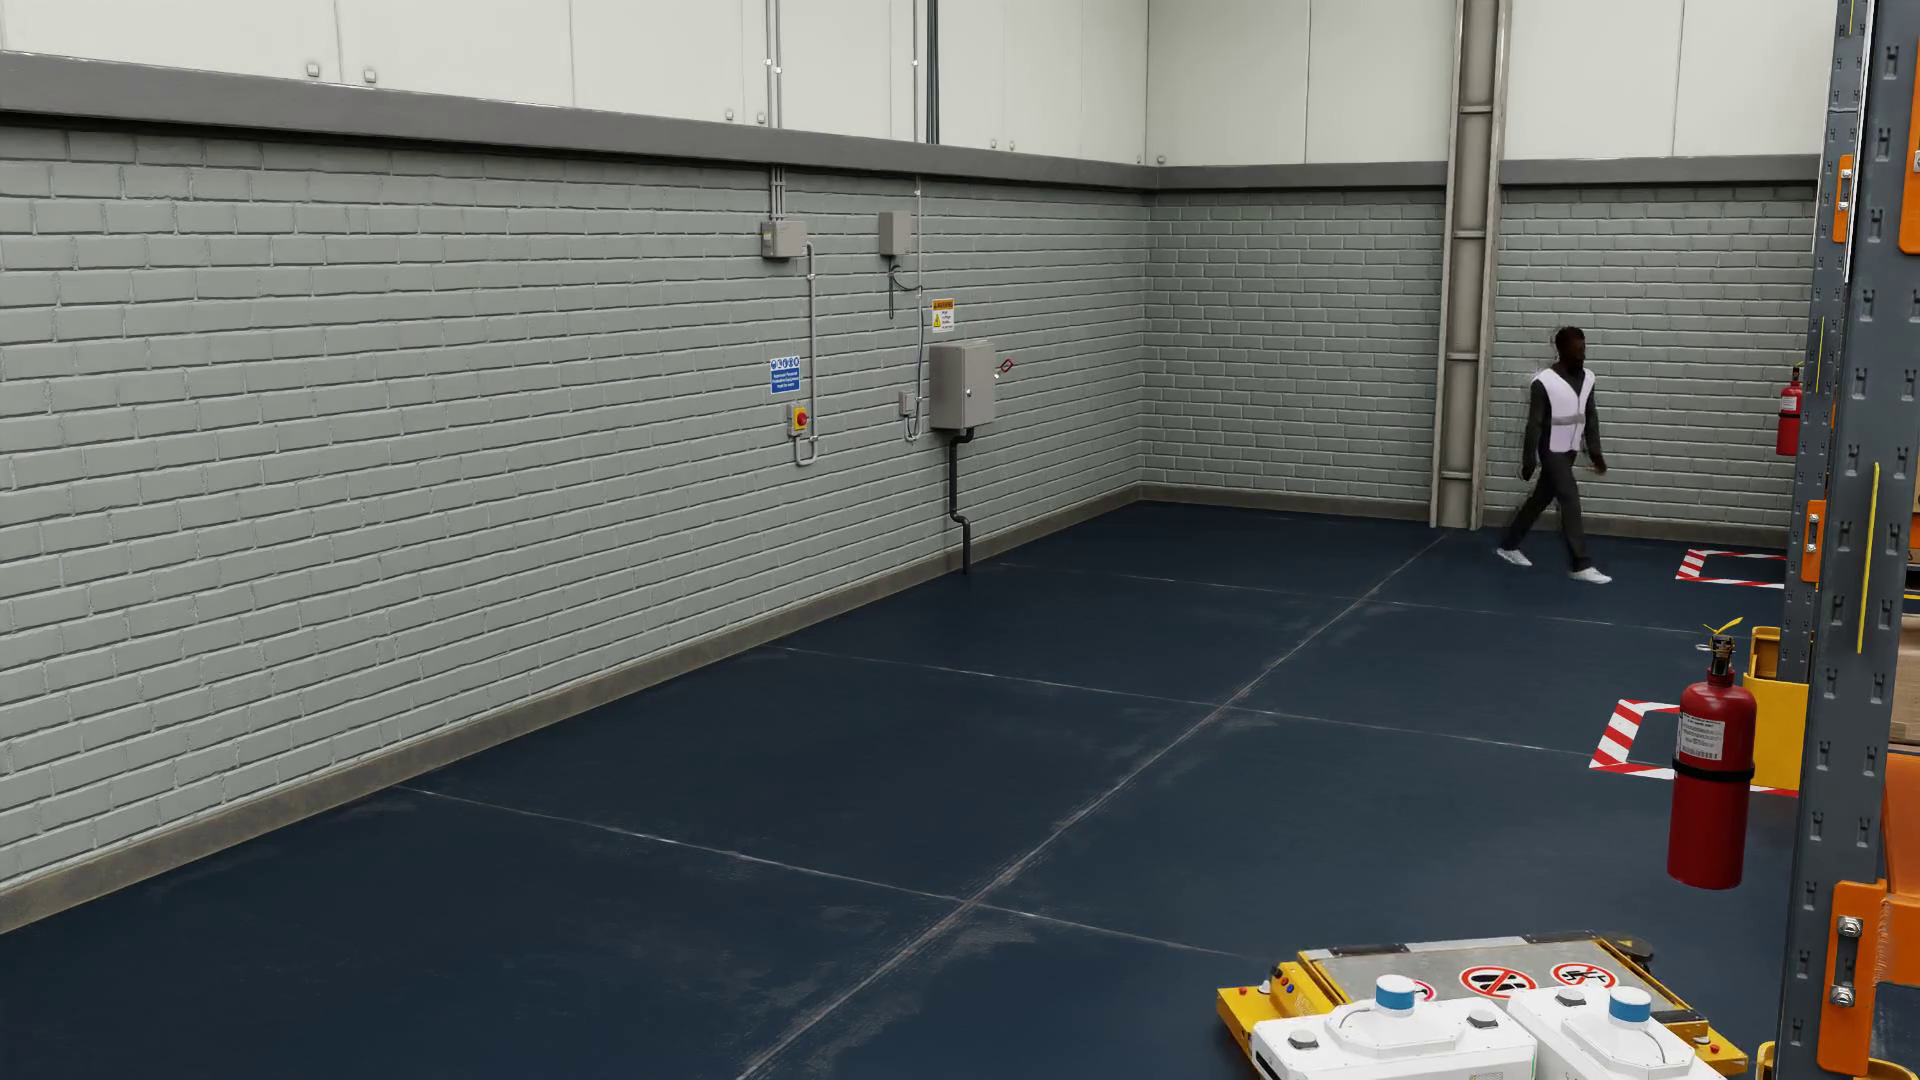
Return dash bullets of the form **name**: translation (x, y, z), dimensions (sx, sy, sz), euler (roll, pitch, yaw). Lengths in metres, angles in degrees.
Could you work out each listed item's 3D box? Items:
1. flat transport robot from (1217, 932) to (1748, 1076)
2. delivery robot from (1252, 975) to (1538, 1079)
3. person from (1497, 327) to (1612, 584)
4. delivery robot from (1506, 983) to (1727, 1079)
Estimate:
- **flat transport robot**: translation (1.578, 1.459, 5.118), dimensions (1.431, 0.197, 0.652), euler (-2, 11, -9)
- **delivery robot**: translation (1.144, 1.399, 4.413), dimensions (0.707, 0.478, 0.477), euler (-2, 11, -13)
- **person**: translation (4.428, -0.659, 12.359), dimensions (0.587, 1.864, 1.039), euler (-8, 13, -37)
- **delivery robot**: translation (1.735, 1.412, 4.343), dimensions (0.477, 0.478, 0.707), euler (-2, 11, -12)
